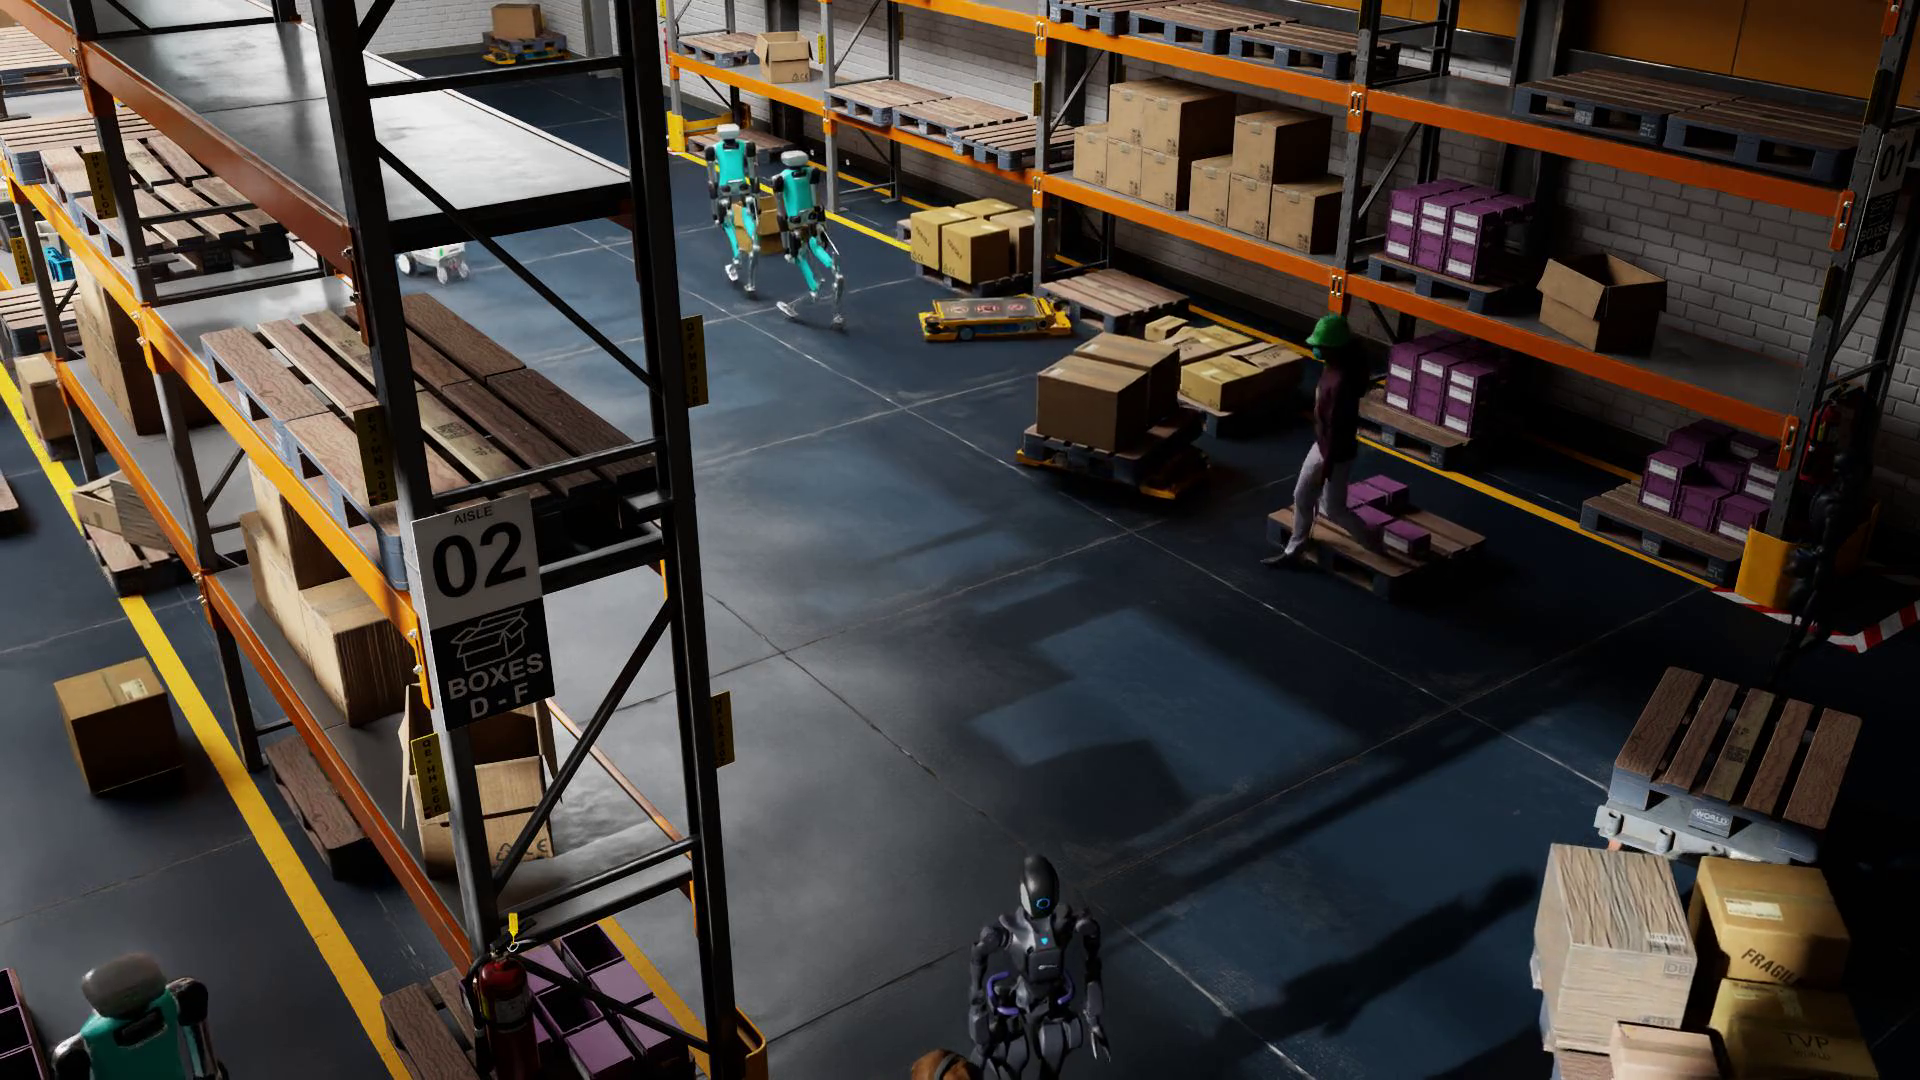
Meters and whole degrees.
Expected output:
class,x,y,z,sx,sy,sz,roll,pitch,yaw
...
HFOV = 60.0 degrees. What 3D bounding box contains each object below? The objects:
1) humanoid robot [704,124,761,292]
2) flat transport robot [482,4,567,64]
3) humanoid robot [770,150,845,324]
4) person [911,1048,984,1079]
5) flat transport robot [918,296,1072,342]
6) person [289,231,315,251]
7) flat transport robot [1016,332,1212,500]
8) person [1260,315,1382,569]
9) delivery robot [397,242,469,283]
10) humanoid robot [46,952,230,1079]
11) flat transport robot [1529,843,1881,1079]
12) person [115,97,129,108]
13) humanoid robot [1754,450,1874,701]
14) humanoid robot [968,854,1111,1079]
class,x,y,z,sx,sy,sz,roll,pitch,yaw
humanoid robot,-2.253,-3.319,16.949,0.546,1.727,1.019,-9,28,-17
flat transport robot,-7.454,-8.431,28.757,1.431,0.231,0.659,-20,33,-34
humanoid robot,-1.401,-2.826,15.999,0.548,1.725,1.064,-21,33,-35
person,-0.021,2.404,5.457,0.429,1.839,0.633,13,30,25
flat transport robot,0.336,-2.170,16.304,1.431,0.231,0.659,-3,27,-6
person,-5.891,-2.182,14.683,0.336,1.742,0.562,19,32,32
flat transport robot,1.228,-0.662,13.303,1.431,0.231,0.659,16,31,29
person,2.610,-0.627,11.417,0.828,1.914,0.495,-1,27,-2
delivery robot,-5.635,-3.097,17.808,0.754,0.575,0.499,19,33,33
humanoid robot,-2.629,2.303,5.791,0.704,1.803,0.555,17,32,31
flat transport robot,3.151,2.370,7.274,0.659,0.231,1.431,5,27,10
person,-11.421,-5.998,22.319,0.954,1.698,0.770,6,27,12
humanoid robot,5.131,0.218,9.980,0.358,1.646,0.590,15,30,27
humanoid robot,0.313,1.929,6.588,0.597,1.649,0.511,-8,28,-15
